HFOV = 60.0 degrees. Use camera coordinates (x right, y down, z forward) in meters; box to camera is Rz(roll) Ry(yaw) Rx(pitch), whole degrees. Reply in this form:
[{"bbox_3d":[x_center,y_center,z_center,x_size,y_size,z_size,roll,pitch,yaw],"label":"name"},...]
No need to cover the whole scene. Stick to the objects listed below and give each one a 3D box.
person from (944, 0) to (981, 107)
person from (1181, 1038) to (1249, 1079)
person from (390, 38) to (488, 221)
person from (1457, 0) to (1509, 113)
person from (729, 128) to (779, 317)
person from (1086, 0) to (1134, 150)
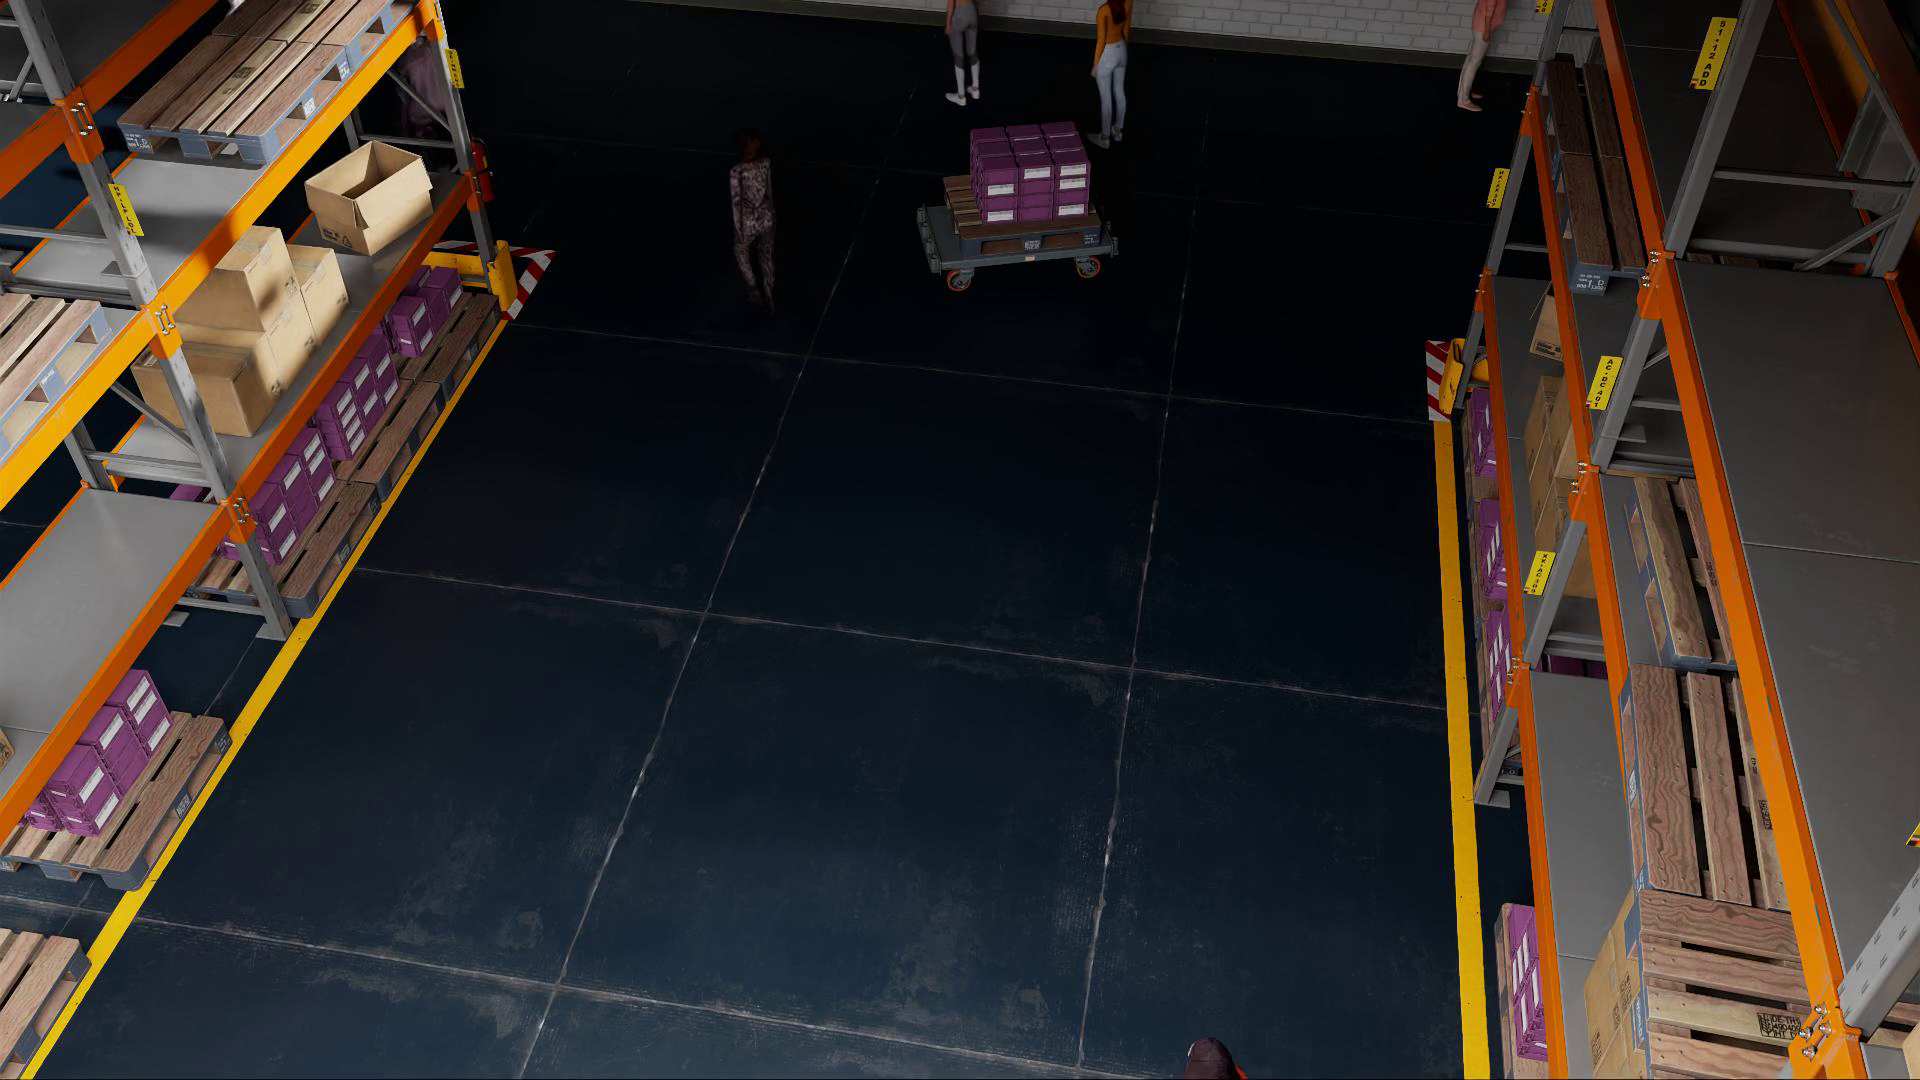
[{"bbox_3d":[0.034,-5.101,16.310,0.632,1.702,0.709,-30,51,-28],"label":"person"},{"bbox_3d":[1.152,2.939,7.848,0.877,1.733,0.972,-18,46,-18],"label":"person"},{"bbox_3d":[-4.642,-3.688,14.682,1.037,1.901,1.243,20,47,20],"label":"person"},{"bbox_3d":[5.139,-5.074,16.266,0.685,1.724,0.499,12,45,13],"label":"person"},{"bbox_3d":[-1.625,-2.563,13.645,0.709,1.704,0.768,-25,49,-24],"label":"person"},{"bbox_3d":[1.435,-4.542,15.688,0.655,1.749,0.723,-28,50,-26],"label":"person"}]
